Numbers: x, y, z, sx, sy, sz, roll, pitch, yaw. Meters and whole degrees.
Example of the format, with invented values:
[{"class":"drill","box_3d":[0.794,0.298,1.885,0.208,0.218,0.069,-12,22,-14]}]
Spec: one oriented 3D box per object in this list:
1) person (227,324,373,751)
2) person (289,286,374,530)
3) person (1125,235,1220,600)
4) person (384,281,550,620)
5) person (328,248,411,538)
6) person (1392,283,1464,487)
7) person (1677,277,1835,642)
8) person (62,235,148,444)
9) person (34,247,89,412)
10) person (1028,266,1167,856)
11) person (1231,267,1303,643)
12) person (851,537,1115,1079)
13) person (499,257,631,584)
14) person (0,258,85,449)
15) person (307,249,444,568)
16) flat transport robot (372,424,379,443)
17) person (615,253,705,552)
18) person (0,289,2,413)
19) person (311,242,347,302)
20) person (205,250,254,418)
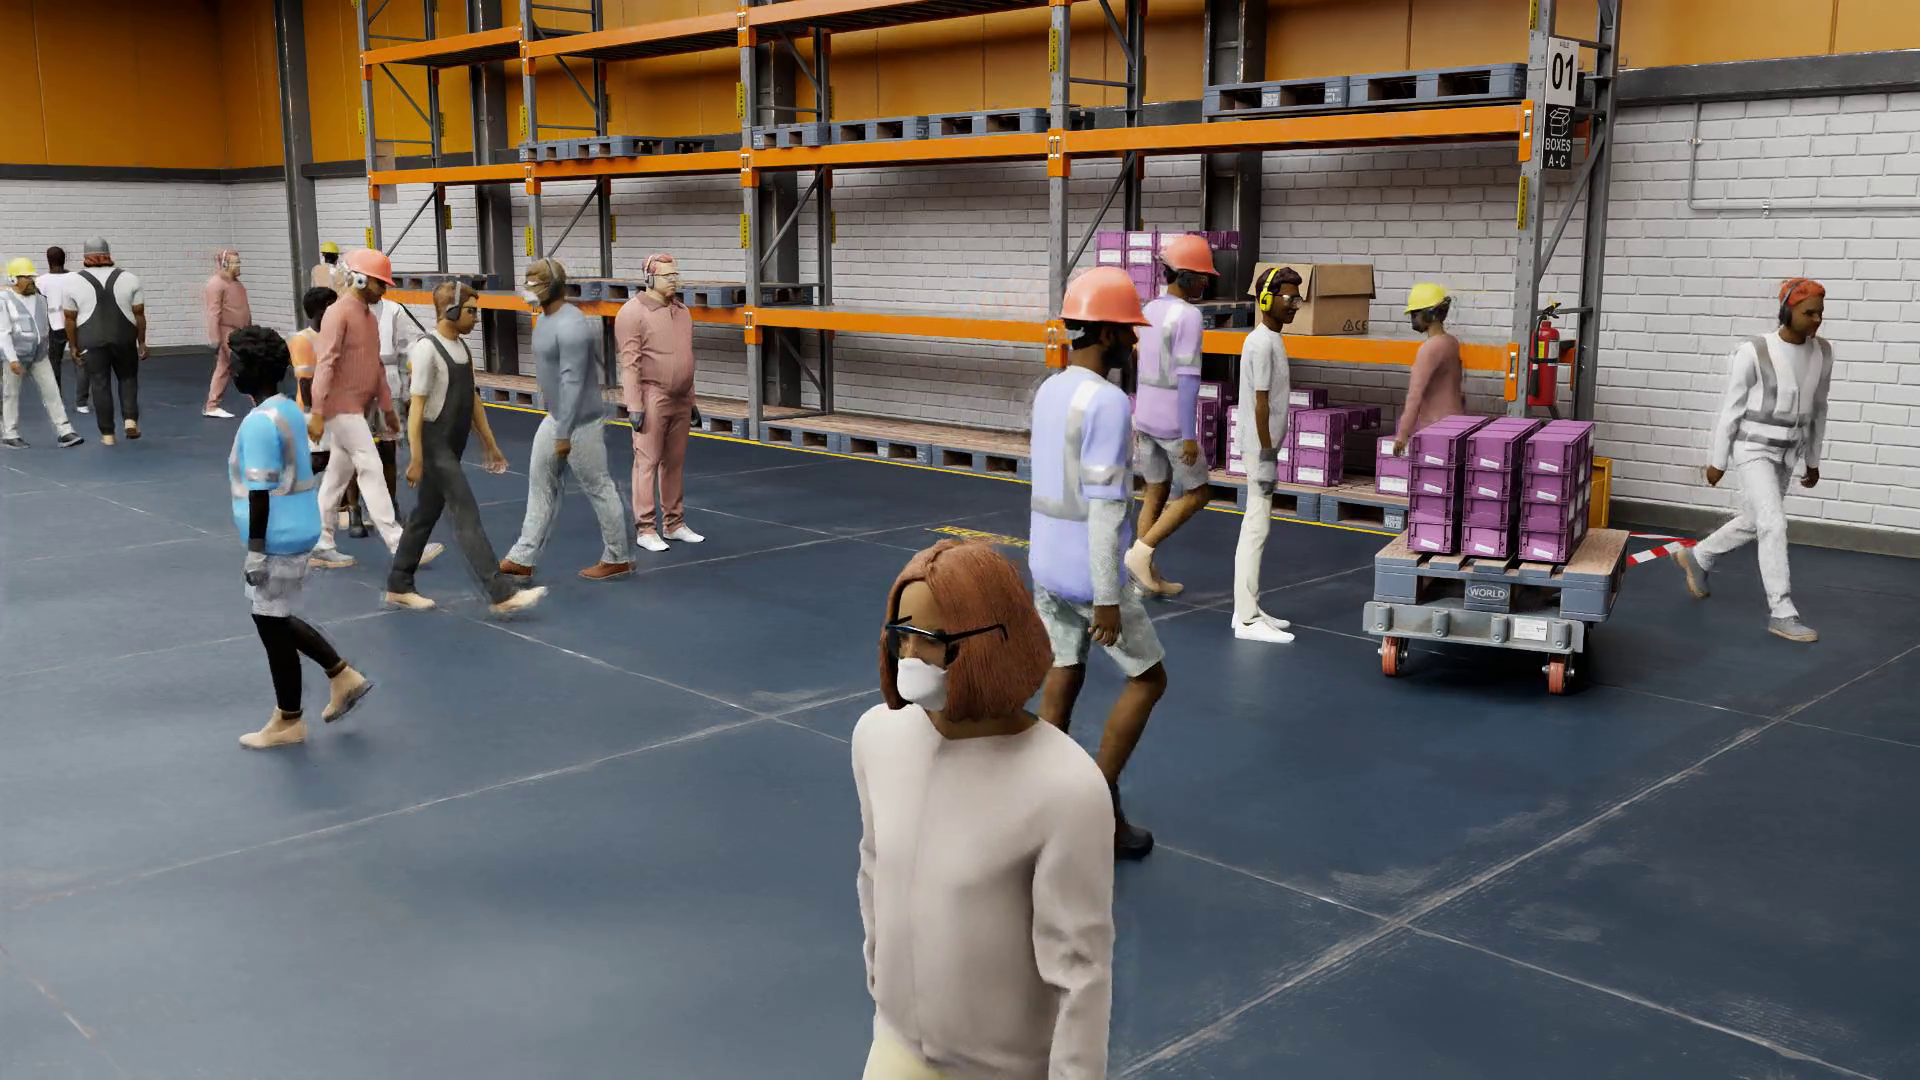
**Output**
[{"class":"person","box_3d":[-2.650,0.000,6.524,0.403,1.684,0.535,-2,11,-11]},{"class":"person","box_3d":[-4.371,-0.886,11.323,0.607,1.682,0.540,2,11,12]},{"class":"person","box_3d":[1.140,-0.639,9.084,0.505,2.020,0.717,-4,11,-19]},{"class":"person","box_3d":[-2.679,-0.470,8.813,0.987,1.779,0.509,1,10,4]},{"class":"person","box_3d":[-3.951,-0.983,11.191,0.551,1.932,0.377,-8,13,-38]},{"class":"person","box_3d":[2.771,-0.636,9.810,0.578,1.732,0.557,6,12,30]},{"class":"person","box_3d":[4.140,-0.458,8.653,0.602,1.835,0.991,-4,11,-18]},{"class":"person","box_3d":[-8.289,-1.943,16.138,0.711,2.000,0.535,-6,12,-31]},{"class":"person","box_3d":[-10.329,-2.419,19.182,0.616,1.884,0.896,-9,14,-40]},{"class":"person","box_3d":[0.462,0.094,5.354,0.529,1.919,0.579,-4,11,-22]},{"class":"person","box_3d":[1.547,-0.429,8.372,0.335,1.864,0.521,2,11,10]},{"class":"person","box_3d":[0.051,0.772,2.547,0.510,1.597,0.832,9,13,39]},{"class":"person","box_3d":[-2.348,-0.658,9.535,0.963,1.890,0.646,-7,12,-32]},{"class":"person","box_3d":[-8.729,-1.736,15.666,0.890,1.799,0.598,5,11,24]},{"class":"person","box_3d":[-3.583,-0.777,10.077,0.964,1.928,0.683,0,10,-1]},{"class":"flat transport robot","box_3d":[-6.180,-1.094,16.341,0.652,0.197,1.431,-7,13,-34]},{"class":"person","box_3d":[-1.917,-0.895,10.789,0.410,1.909,0.642,6,12,30]},{"class":"person","box_3d":[-10.980,-2.265,18.540,0.613,1.800,0.502,-8,13,-36]},{"class":"person","box_3d":[-9.281,-3.433,24.579,0.595,1.923,0.368,4,11,22]},{"class":"person","box_3d":[-7.939,-2.253,18.325,0.980,1.850,0.669,0,10,-2]}]
